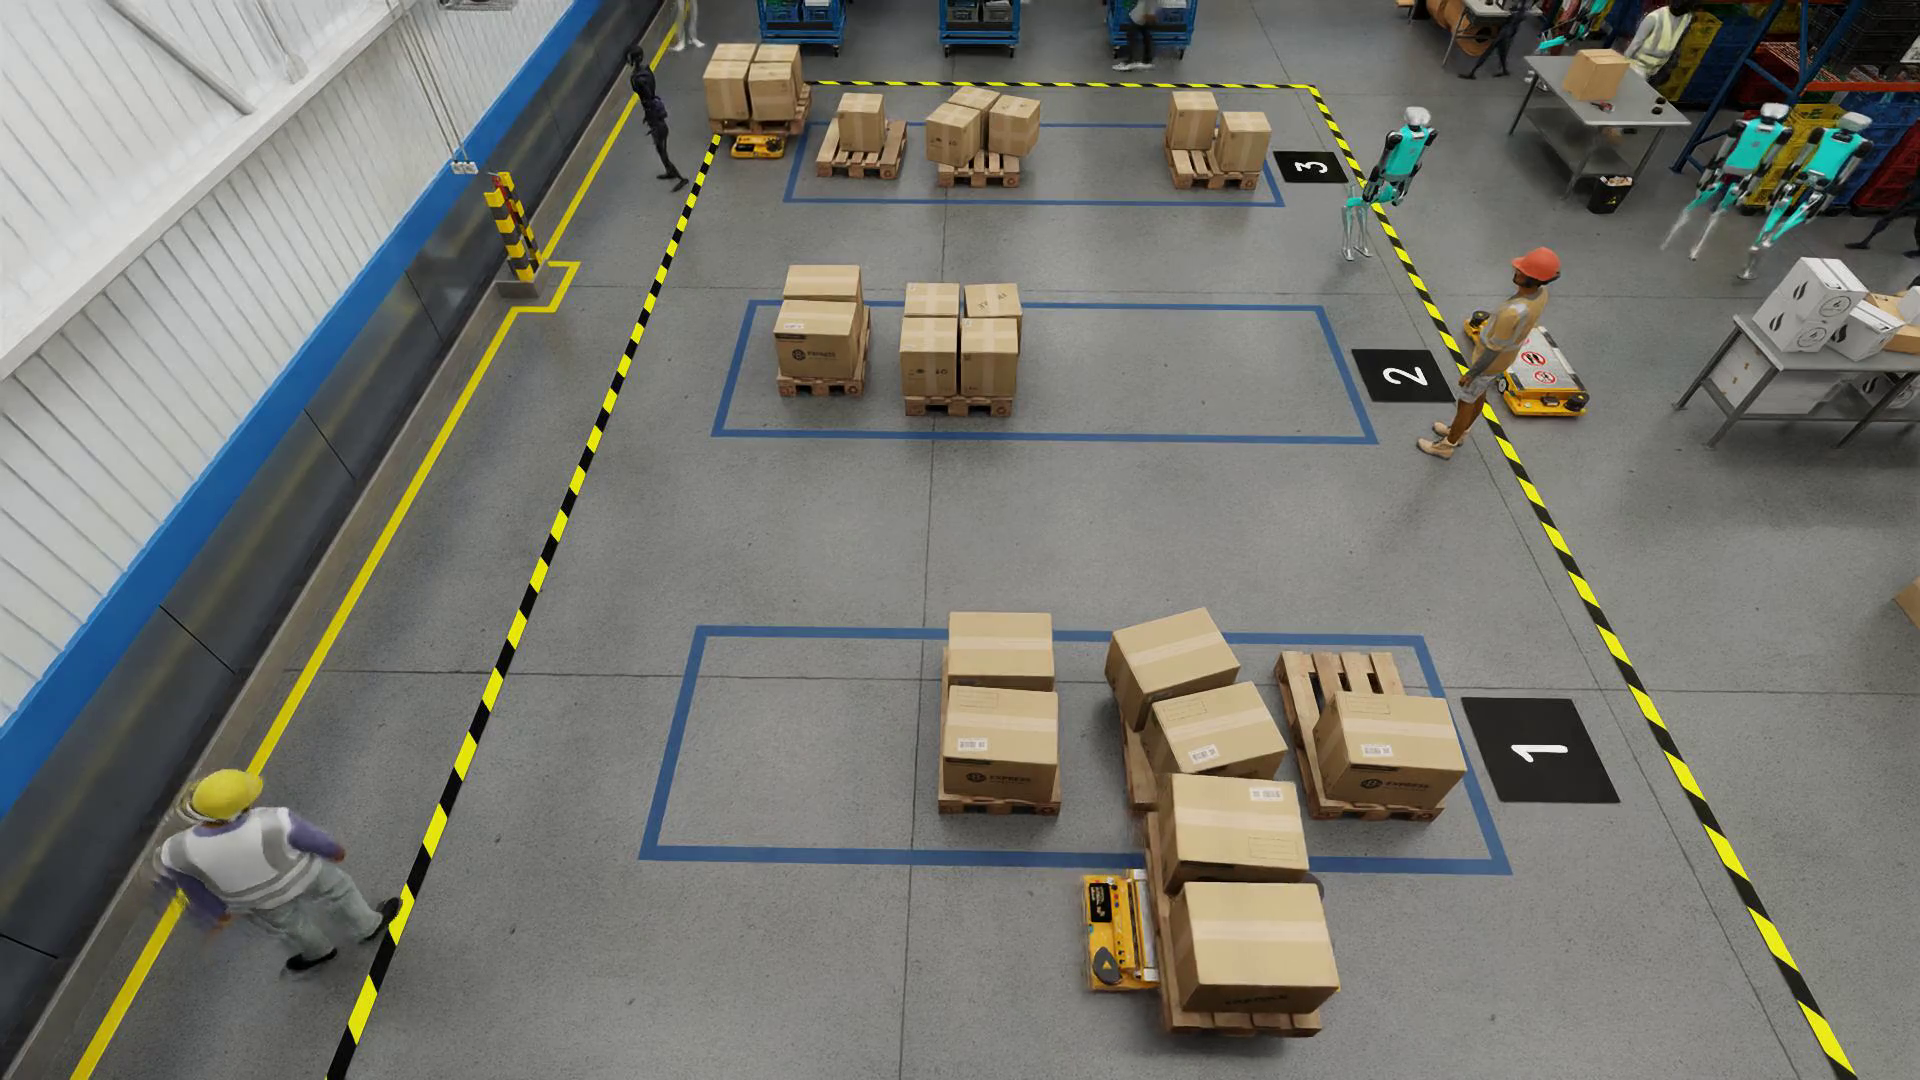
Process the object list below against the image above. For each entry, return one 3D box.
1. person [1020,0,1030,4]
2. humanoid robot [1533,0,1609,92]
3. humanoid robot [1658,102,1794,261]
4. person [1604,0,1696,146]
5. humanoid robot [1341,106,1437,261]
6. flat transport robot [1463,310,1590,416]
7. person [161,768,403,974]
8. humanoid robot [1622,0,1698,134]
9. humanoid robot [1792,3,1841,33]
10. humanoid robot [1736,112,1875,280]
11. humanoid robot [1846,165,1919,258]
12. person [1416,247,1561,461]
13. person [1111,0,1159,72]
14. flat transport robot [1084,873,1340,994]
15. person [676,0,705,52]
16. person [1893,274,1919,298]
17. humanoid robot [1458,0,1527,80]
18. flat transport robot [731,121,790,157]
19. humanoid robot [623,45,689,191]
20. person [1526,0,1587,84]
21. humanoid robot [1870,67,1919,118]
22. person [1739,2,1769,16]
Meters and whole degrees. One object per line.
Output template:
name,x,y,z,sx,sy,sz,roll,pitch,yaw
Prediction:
person,0.942,-9.695,14.890,0.527,1.829,0.588,13,50,11
humanoid robot,8.419,-7.148,12.657,0.533,1.681,0.735,-29,55,-23
humanoid robot,8.271,-3.895,9.933,0.547,1.788,0.676,21,52,17
person,8.846,-6.008,11.708,0.647,1.812,0.790,-10,50,-9
humanoid robot,4.471,-3.847,9.807,0.533,1.672,0.735,-11,50,-9
flat transport robot,5.573,-1.757,9.054,0.659,0.231,1.431,1,49,1
person,-3.738,1.833,4.953,0.729,1.787,0.408,-22,53,-18
humanoid robot,9.098,-6.141,11.921,0.352,1.639,0.603,9,50,8
humanoid robot,12.362,-7.654,13.232,0.389,1.636,0.618,-34,57,-26
humanoid robot,8.634,-3.451,9.562,0.818,1.784,0.547,-30,56,-24
humanoid robot,10.645,-3.834,9.971,0.785,1.630,0.611,5,49,4
person,4.426,-1.526,7.679,0.607,2.048,0.365,-35,58,-27
person,2.563,-7.711,13.178,0.754,1.822,0.609,4,49,3
flat transport robot,1.492,2.335,5.493,1.431,0.197,0.652,1,49,1
person,-4.164,-8.342,13.726,0.649,1.833,0.325,-31,56,-24
person,10.352,-3.169,9.240,0.337,1.839,0.503,-22,52,-18
humanoid robot,7.800,-7.417,13.055,0.795,1.621,0.614,1,49,1
flat transport robot,-2.642,-5.588,12.352,0.652,0.197,1.431,1,49,1
humanoid robot,-3.652,-5.066,10.983,0.373,1.642,0.588,-21,52,-17
person,8.598,-7.432,12.883,0.385,1.910,0.590,23,53,19
humanoid robot,11.762,-5.655,11.514,0.856,1.864,0.552,9,50,8
person,12.958,-9.242,14.504,0.559,1.823,0.454,-18,51,-15
